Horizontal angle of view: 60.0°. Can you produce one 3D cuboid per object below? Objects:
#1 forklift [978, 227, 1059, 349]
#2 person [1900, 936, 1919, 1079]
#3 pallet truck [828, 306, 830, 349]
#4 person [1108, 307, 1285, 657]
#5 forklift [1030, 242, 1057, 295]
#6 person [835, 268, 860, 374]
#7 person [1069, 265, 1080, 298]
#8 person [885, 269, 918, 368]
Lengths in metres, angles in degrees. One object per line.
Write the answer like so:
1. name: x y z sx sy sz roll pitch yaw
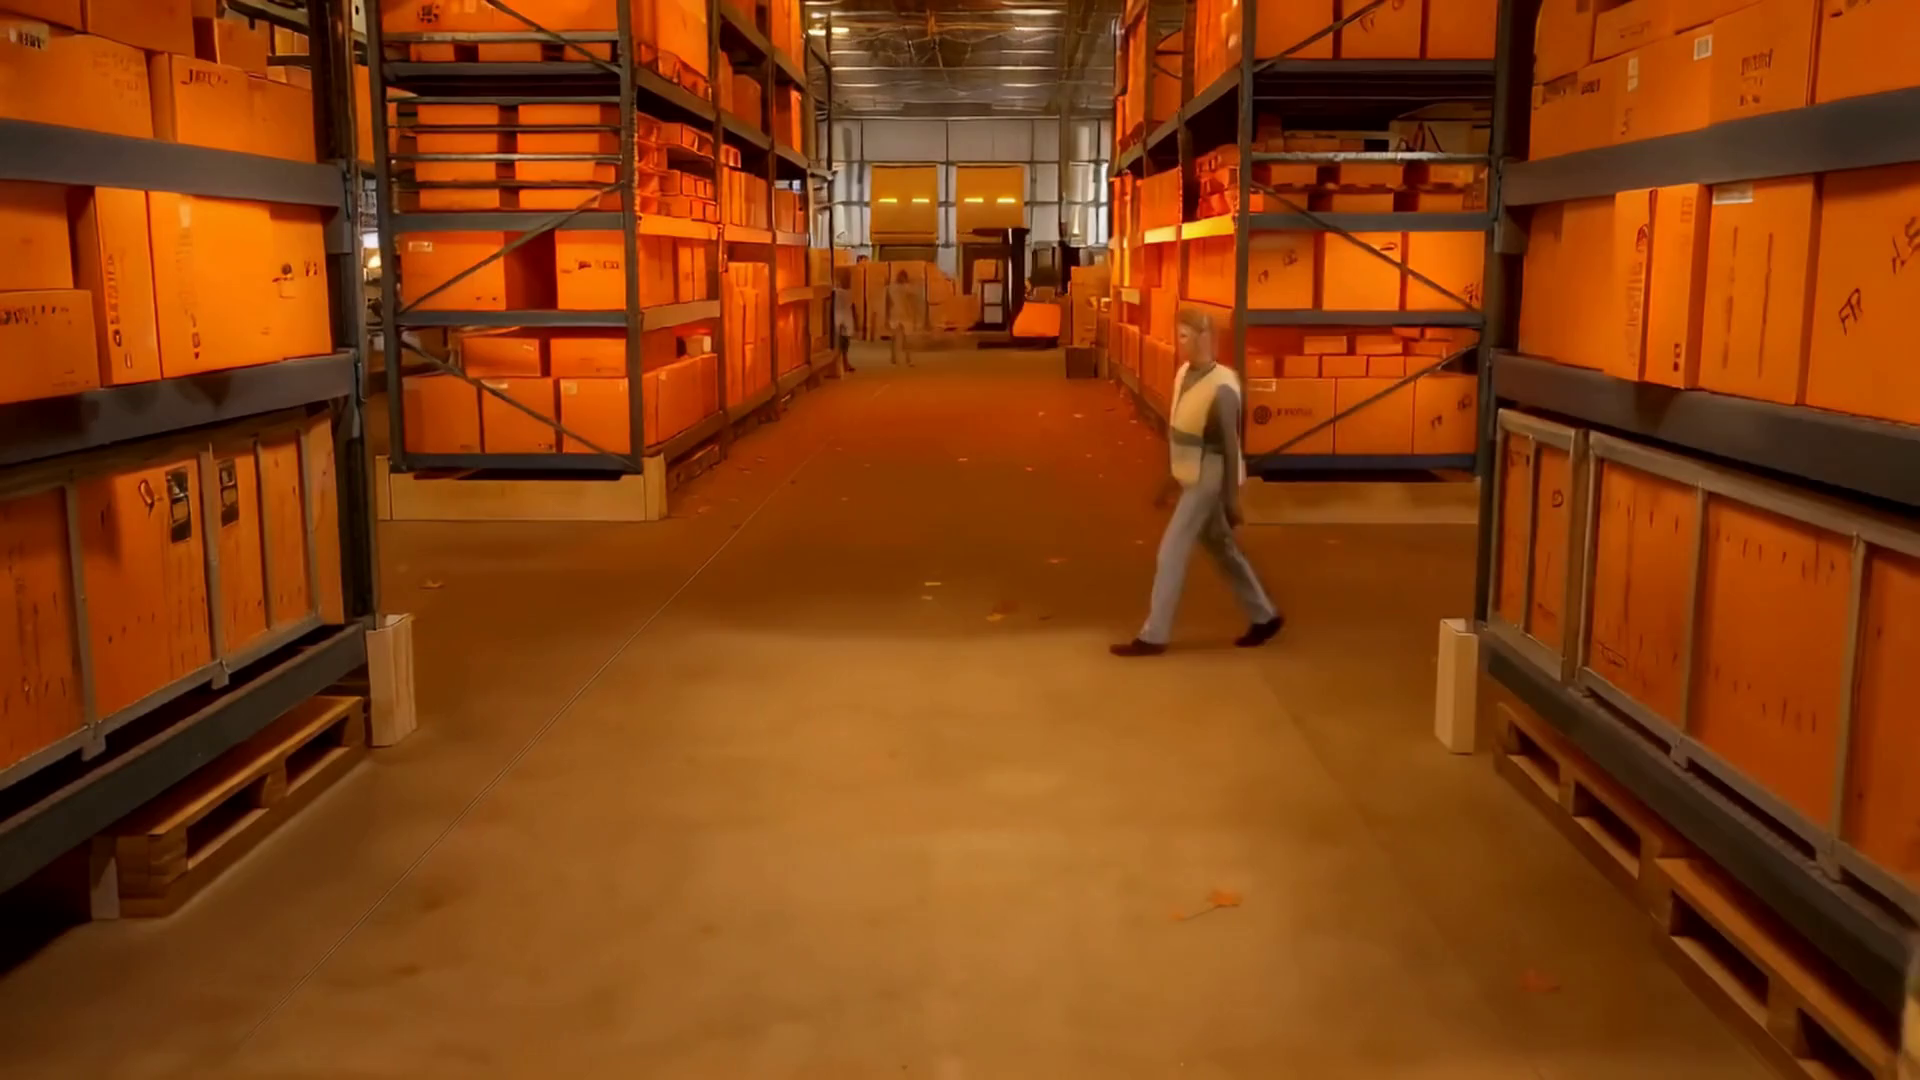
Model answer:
1. forklift: 1.360 -5.843 38.564 1.873 2.768 1.129 0 9 1
2. person: 1.169 0.771 1.474 0.632 2.032 0.420 0 9 2
3. pallet truck: -3.100 -3.940 29.800 1.885 1.965 0.823 3 10 19
4. person: 1.276 -0.296 8.575 0.968 1.807 0.564 -2 10 -10
5. forklift: 3.230 -10.146 64.339 1.129 2.768 1.873 0 9 1
6. person: -2.062 -3.972 30.260 0.677 1.902 0.984 -8 12 -40
7. person: 3.976 -8.333 56.291 0.632 1.938 0.359 6 11 33
8. person: -1.111 -4.244 31.901 0.652 1.904 0.402 2 10 15
